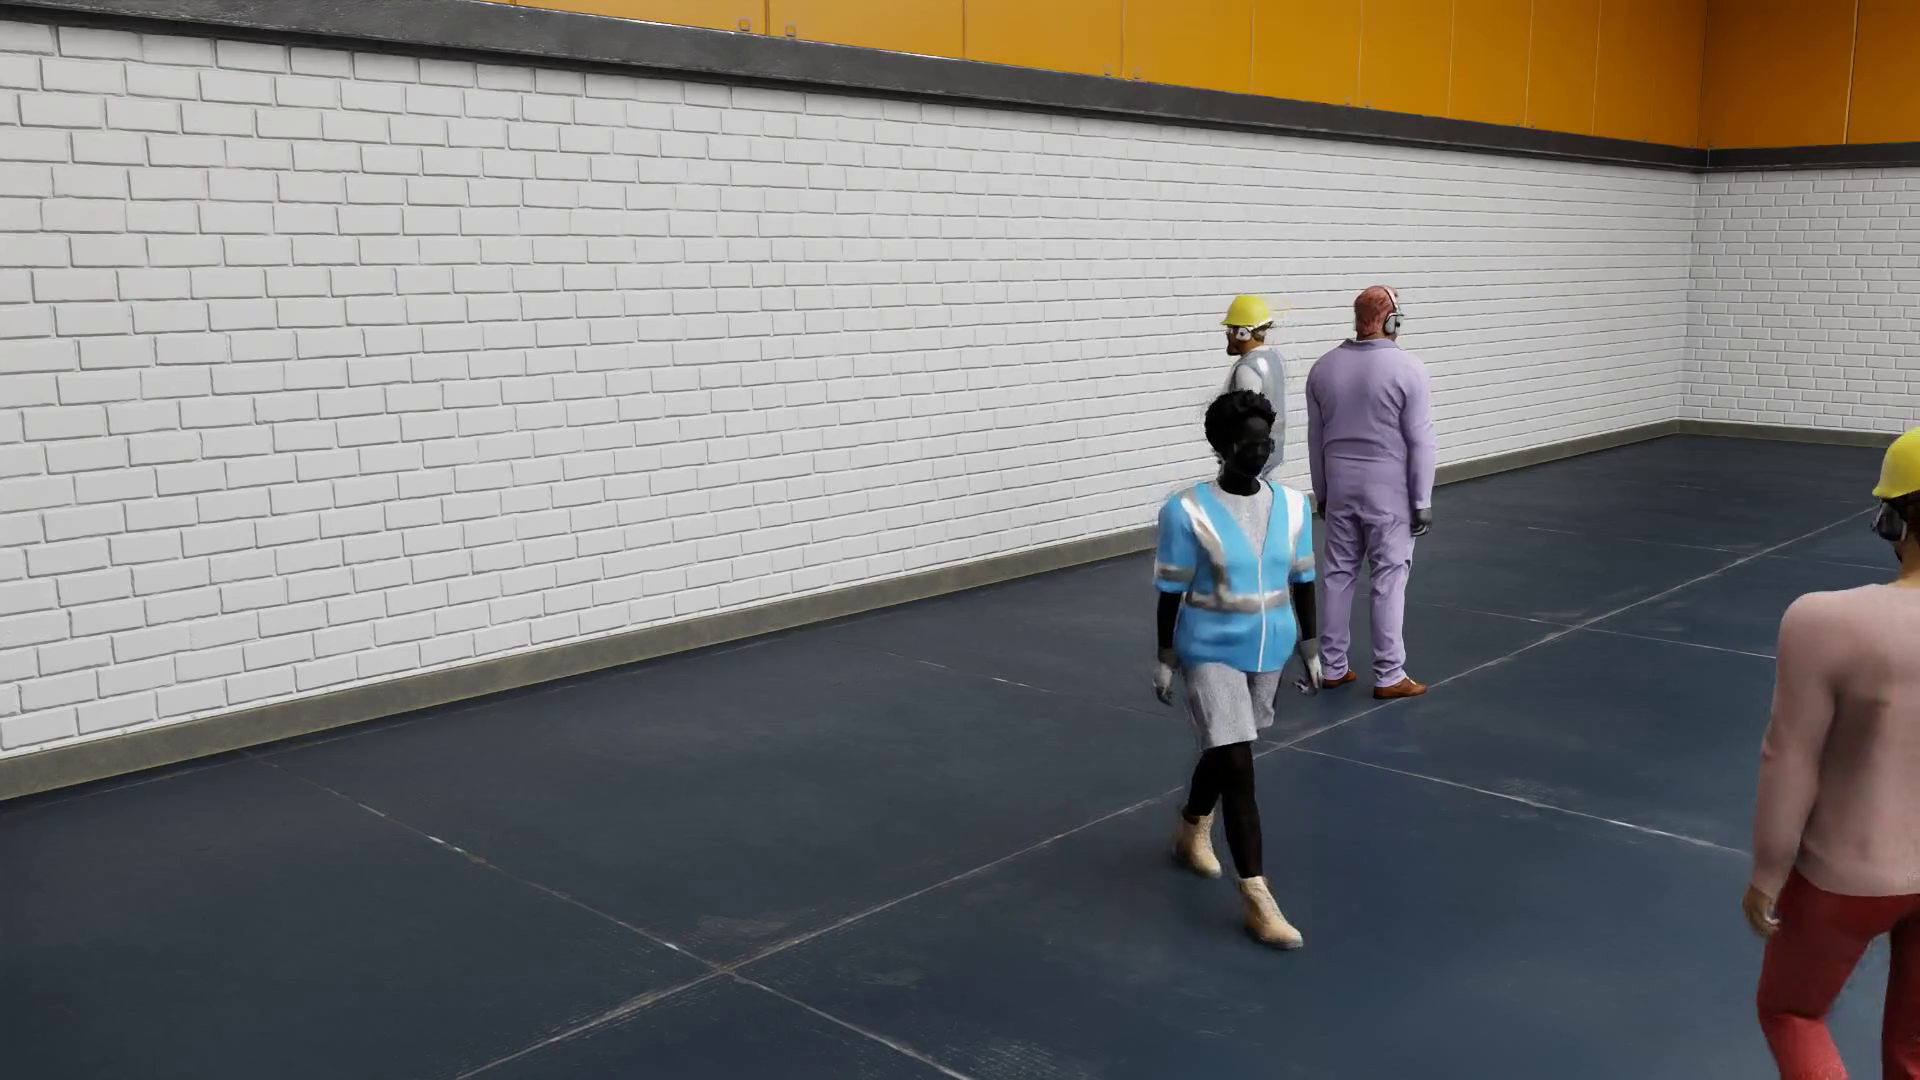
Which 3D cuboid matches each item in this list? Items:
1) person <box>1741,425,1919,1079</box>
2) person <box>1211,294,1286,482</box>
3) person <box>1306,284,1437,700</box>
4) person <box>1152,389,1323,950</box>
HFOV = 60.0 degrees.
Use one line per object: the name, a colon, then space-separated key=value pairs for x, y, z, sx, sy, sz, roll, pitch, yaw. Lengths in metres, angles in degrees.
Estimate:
person: x=1.808 y=0.647 z=3.207 sx=0.545 sy=1.752 sz=0.411 roll=1 pitch=10 yaw=8
person: x=1.566 y=-0.469 z=9.396 sx=0.515 sy=1.822 sz=0.602 roll=5 pitch=11 yaw=27
person: x=1.915 y=-0.219 z=7.708 sx=0.410 sy=1.909 sz=0.643 roll=-10 pitch=14 yaw=-44
person: x=0.865 y=0.350 z=5.204 sx=0.540 sy=1.652 sz=0.857 roll=-4 pitch=11 yaw=-23
